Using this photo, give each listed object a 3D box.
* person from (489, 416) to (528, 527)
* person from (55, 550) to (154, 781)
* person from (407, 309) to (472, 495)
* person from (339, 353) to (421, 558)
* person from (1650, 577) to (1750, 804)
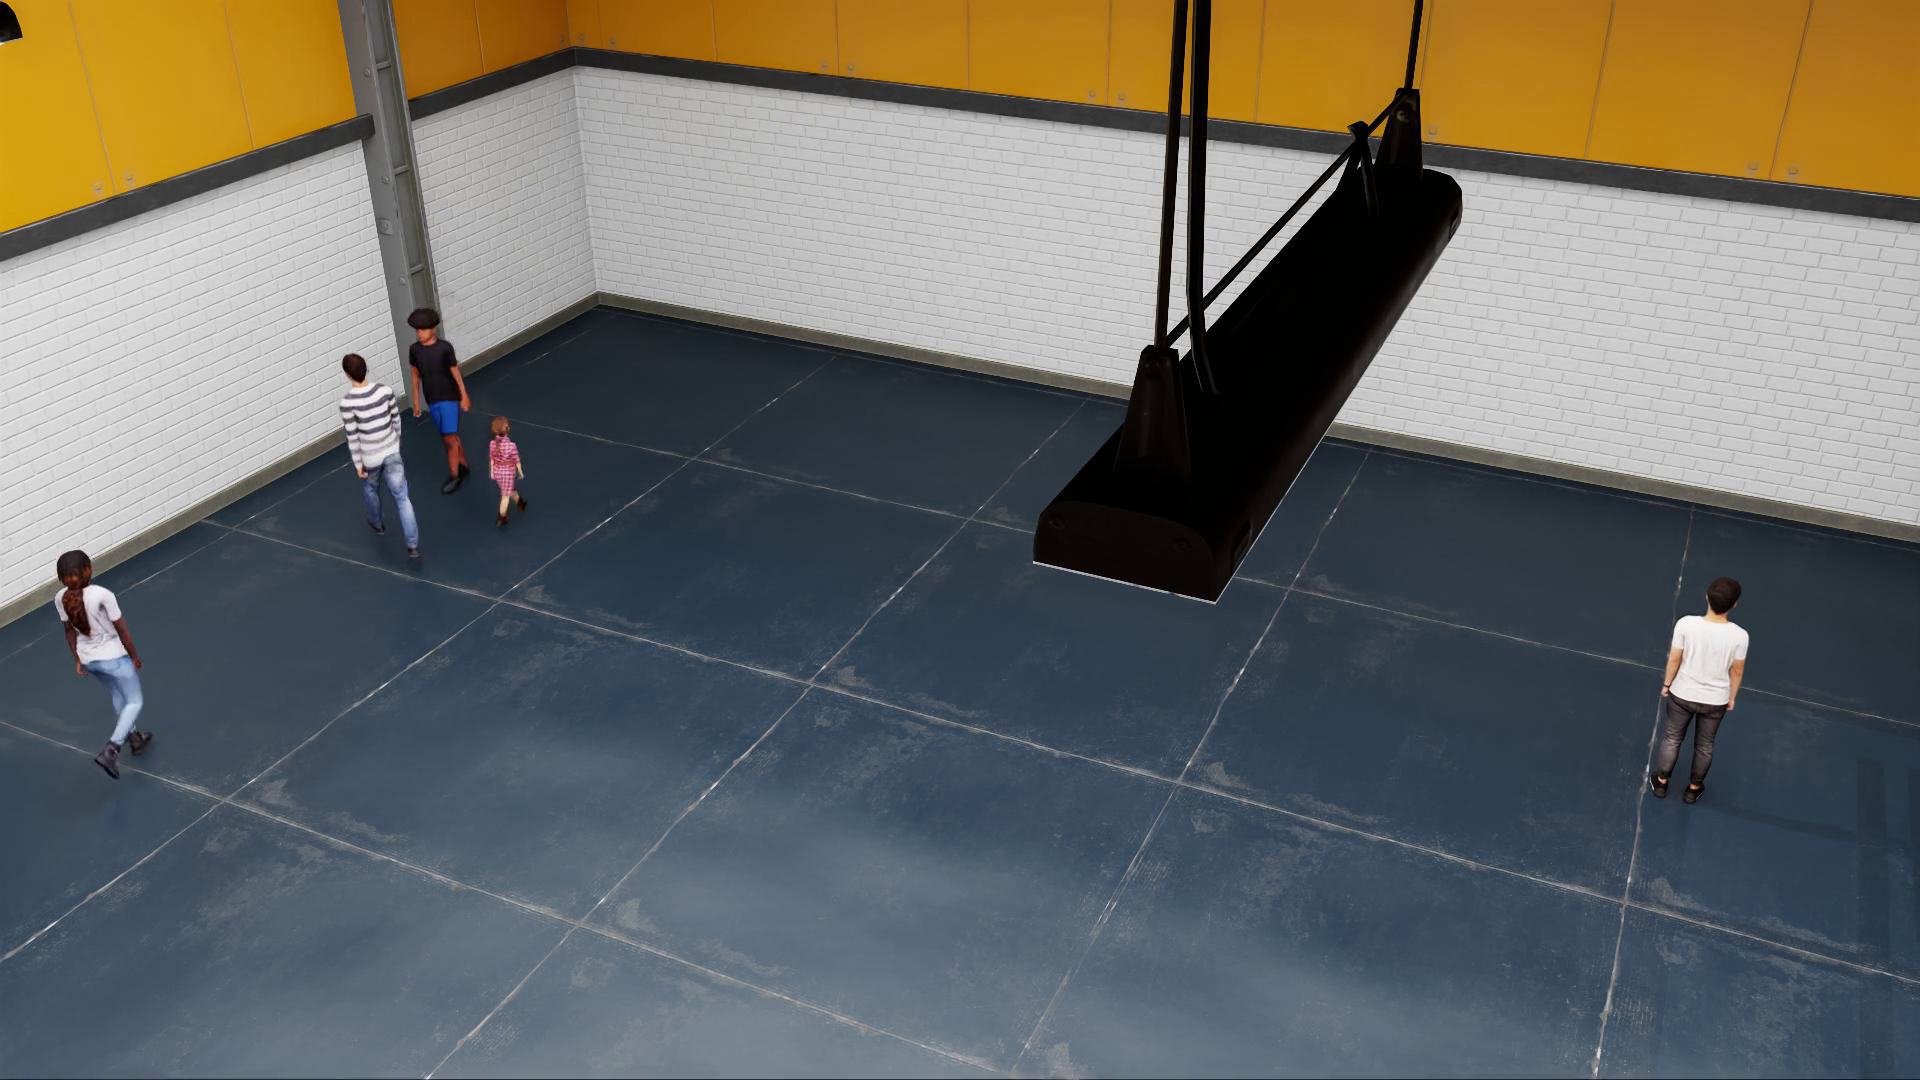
[{"bbox_3d":[-4.101,-0.590,14.938,0.489,0.998,0.748,8,30,14],"label":"person"},{"bbox_3d":[-5.941,0.880,11.508,0.773,1.703,1.011,3,29,6],"label":"person"},{"bbox_3d":[-4.794,-1.360,15.546,0.715,1.770,0.862,7,29,13],"label":"person"},{"bbox_3d":[-4.941,-0.678,14.264,1.261,1.798,1.164,-17,33,-28],"label":"person"},{"bbox_3d":[5.002,1.011,11.248,0.619,1.722,0.523,12,31,21],"label":"person"}]
